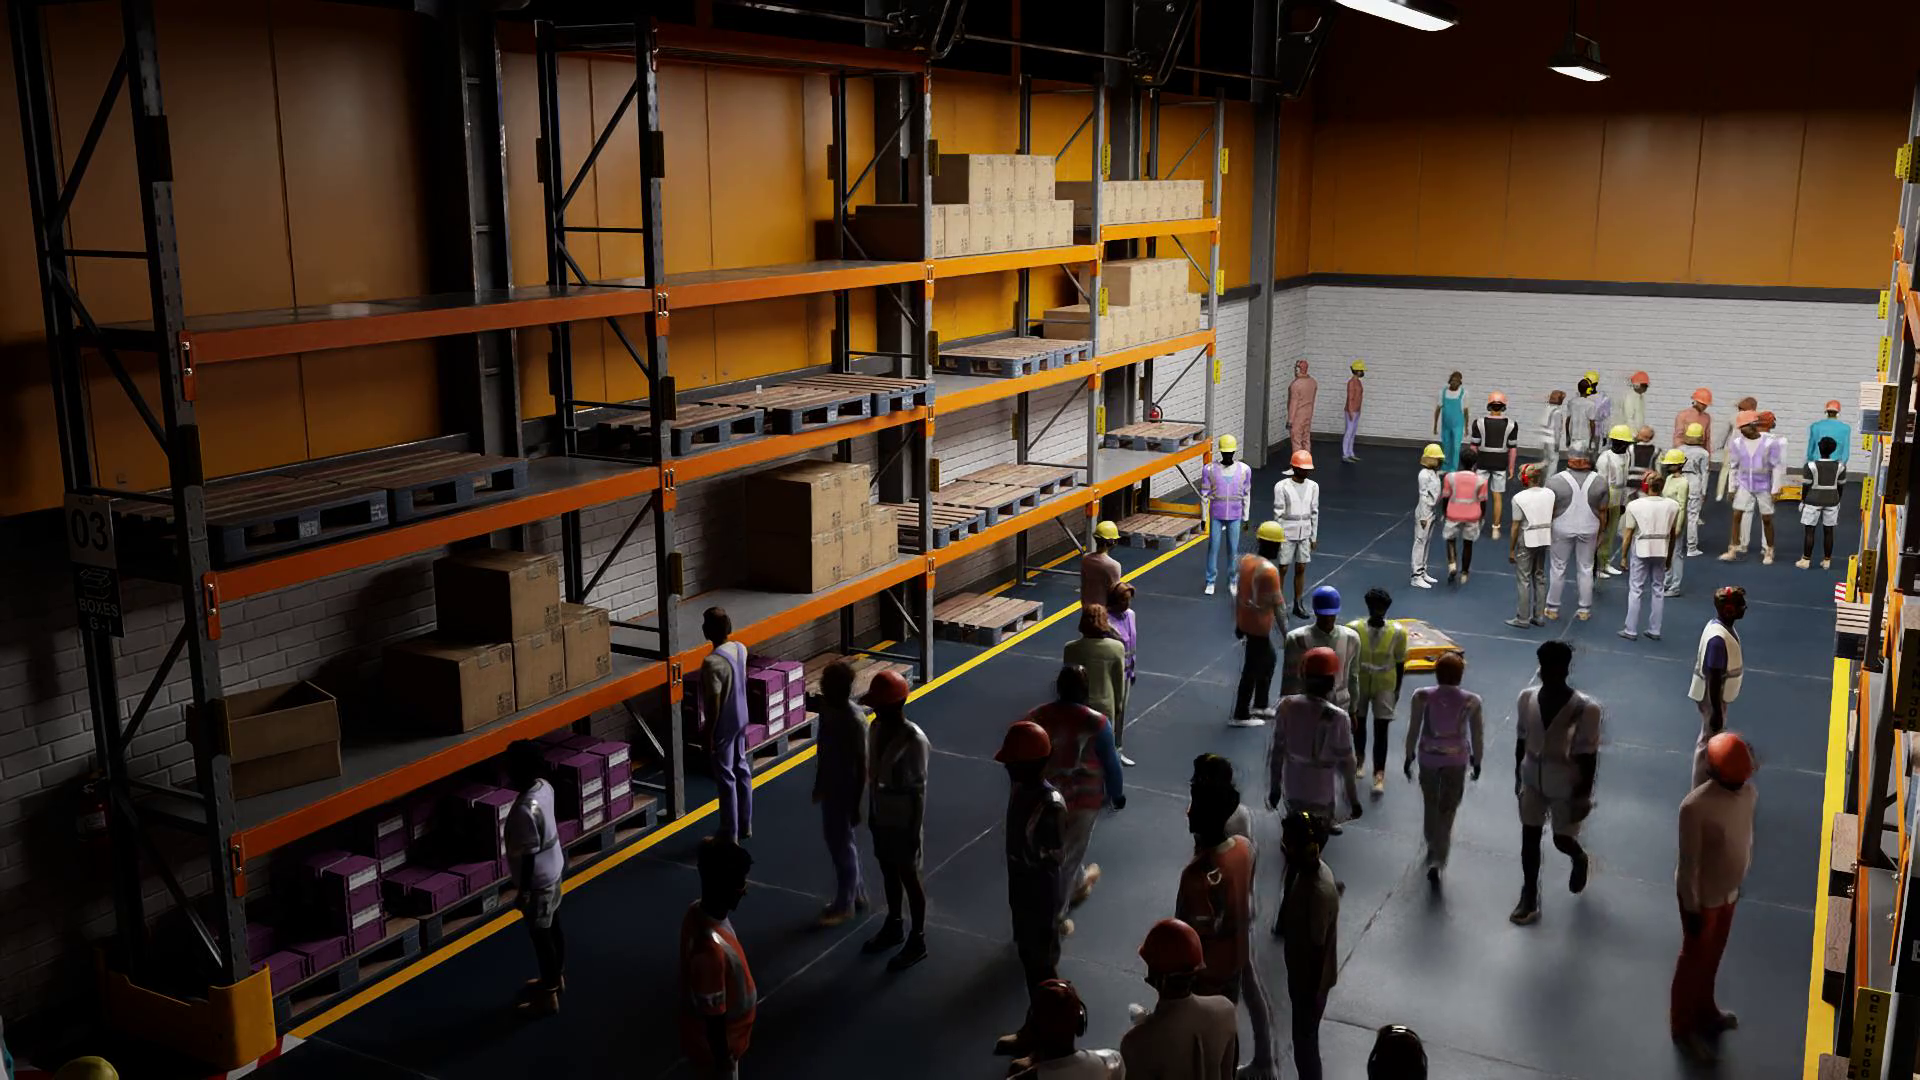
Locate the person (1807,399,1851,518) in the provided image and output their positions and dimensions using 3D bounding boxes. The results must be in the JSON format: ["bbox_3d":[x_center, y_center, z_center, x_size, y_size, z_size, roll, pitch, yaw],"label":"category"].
[{"bbox_3d":[12.535,-1.163,24.005,0.529,1.729,0.589,-12,17,-43],"label":"person"}]

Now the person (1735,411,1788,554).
[{"bbox_3d":[10.509,-0.754,21.844,0.582,1.879,0.338,6,14,24],"label":"person"}]

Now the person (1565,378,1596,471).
[{"bbox_3d":[9.468,-1.534,25.365,0.328,1.872,0.514,-10,16,-37],"label":"person"}]

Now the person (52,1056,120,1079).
[{"bbox_3d":[-3.210,2.771,6.205,0.403,1.824,0.593,0,13,1],"label":"person"}]

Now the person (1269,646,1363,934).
[{"bbox_3d":[2.417,1.637,11.085,0.894,1.895,0.566,-9,15,-35],"label":"person"}]

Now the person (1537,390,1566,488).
[{"bbox_3d":[9.150,-1.533,25.915,0.491,1.623,0.576,1,13,3],"label":"person"}]

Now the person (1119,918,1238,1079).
[{"bbox_3d":[0.877,2.521,6.923,0.613,1.995,0.391,-9,15,-34],"label":"person"}]

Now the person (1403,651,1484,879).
[{"bbox_3d":[3.458,1.599,11.940,0.550,1.604,0.800,6,14,23],"label":"person"}]

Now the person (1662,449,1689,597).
[{"bbox_3d":[8.407,-0.202,19.658,0.338,1.759,0.524,0,13,2],"label":"person"}]

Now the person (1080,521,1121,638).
[{"bbox_3d":[1.343,0.685,15.684,0.342,1.759,0.530,-10,16,-37],"label":"person"}]

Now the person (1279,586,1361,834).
[{"bbox_3d":[2.721,1.284,12.569,0.614,1.945,0.403,-1,13,-5],"label":"person"}]

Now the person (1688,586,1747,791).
[{"bbox_3d":[5.872,1.252,12.930,0.382,1.849,0.571,6,14,26],"label":"person"}]

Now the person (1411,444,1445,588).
[{"bbox_3d":[5.676,-0.303,20.136,0.299,1.745,0.483,7,15,30],"label":"person"}]

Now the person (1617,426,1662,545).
[{"bbox_3d":[9.153,-0.751,22.455,0.530,1.591,0.847,3,13,13],"label":"person"}]

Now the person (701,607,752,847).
[{"bbox_3d":[-1.750,1.390,12.334,0.350,1.843,0.506,5,14,23],"label":"person"}]

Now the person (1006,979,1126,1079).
[{"bbox_3d":[0.394,2.645,6.627,0.575,1.881,0.356,-7,14,-28],"label":"person"}]

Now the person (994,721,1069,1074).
[{"bbox_3d":[0.387,1.983,9.265,0.408,2.035,0.601,-5,13,-20],"label":"person"}]

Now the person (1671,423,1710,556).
[{"bbox_3d":[9.548,-0.665,21.752,0.284,1.746,0.492,-11,17,-40],"label":"person"}]

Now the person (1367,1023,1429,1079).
[{"bbox_3d":[1.645,2.724,6.372,0.501,1.841,0.349,0,13,0],"label":"person"}]

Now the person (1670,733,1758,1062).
[{"bbox_3d":[4.326,1.985,9.442,0.787,1.956,0.403,-9,15,-35],"label":"person"}]

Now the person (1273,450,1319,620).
[{"bbox_3d":[3.767,-0.055,18.620,0.546,1.931,0.386,-4,13,-15],"label":"person"}]

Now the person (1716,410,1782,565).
[{"bbox_3d":[10.104,-0.659,21.180,0.784,1.980,0.652,-12,17,-42],"label":"person"}]

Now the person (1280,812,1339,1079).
[{"bbox_3d":[1.740,2.253,8.442,0.333,1.860,0.510,1,13,5],"label":"person"}]

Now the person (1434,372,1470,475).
[{"bbox_3d":[7.982,-1.865,27.037,0.597,1.807,0.722,8,15,32],"label":"person"}]

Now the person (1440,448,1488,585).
[{"bbox_3d":[6.115,-0.283,20.185,0.546,1.682,0.370,4,13,15],"label":"person"}]

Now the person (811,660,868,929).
[{"bbox_3d":[-0.810,1.673,11.094,0.352,1.849,0.536,-7,14,-29],"label":"person"}]

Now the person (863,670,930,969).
[{"bbox_3d":[-0.429,1.749,10.535,0.381,1.928,0.546,-10,16,-37],"label":"person"}]

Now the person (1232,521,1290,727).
[{"bbox_3d":[2.771,0.766,14.999,0.688,1.896,0.586,-2,13,-10],"label":"person"}]

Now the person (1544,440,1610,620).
[{"bbox_3d":[6.861,-0.117,18.634,0.684,2.000,0.538,2,13,8],"label":"person"}]

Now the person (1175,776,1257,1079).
[{"bbox_3d":[1.287,2.161,8.603,0.367,1.966,0.606,9,15,34],"label":"person"}]

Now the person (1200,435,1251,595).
[{"bbox_3d":[3.144,-0.297,19.692,0.594,1.925,0.368,0,13,0],"label":"person"}]

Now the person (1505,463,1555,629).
[{"bbox_3d":[6.271,0.071,18.289,0.561,1.827,0.423,-6,14,-24],"label":"person"}]

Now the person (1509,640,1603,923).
[{"bbox_3d":[4.014,1.595,11.179,0.704,1.950,0.623,-12,17,-42],"label":"person"}]

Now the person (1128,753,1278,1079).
[{"bbox_3d":[1.411,2.091,9.289,0.533,1.812,1.028,-12,17,-42],"label":"person"}]

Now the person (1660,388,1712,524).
[{"bbox_3d":[10.300,-1.192,23.617,0.786,1.966,0.588,-4,13,-18],"label":"person"}]

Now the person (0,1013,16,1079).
[{"bbox_3d":[-4.211,2.587,7.008,0.429,1.831,0.638,3,13,12],"label":"person"}]

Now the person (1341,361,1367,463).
[{"bbox_3d":[6.807,-2.213,28.663,0.342,1.760,0.526,7,15,30],"label":"person"}]

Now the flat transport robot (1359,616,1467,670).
[{"bbox_3d":[4.693,1.060,17.357,0.652,0.197,1.431,-1,13,-6],"label":"flat transport robot"}]

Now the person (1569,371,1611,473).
[{"bbox_3d":[9.768,-1.675,25.865,0.593,1.925,0.384,8,15,33],"label":"person"}]

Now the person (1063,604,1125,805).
[{"bbox_3d":[1.055,1.310,13.189,0.506,1.624,0.304,-1,13,-7],"label":"person"}]

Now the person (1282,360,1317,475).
[{"bbox_3d":[5.591,-2.018,27.447,0.410,1.909,0.642,12,18,44],"label":"person"}]

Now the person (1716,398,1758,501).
[{"bbox_3d":[11.866,-1.391,25.361,0.810,1.581,0.611,-10,16,-38],"label":"person"}]

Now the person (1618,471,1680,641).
[{"bbox_3d":[7.355,0.182,17.756,0.562,1.838,0.388,-1,13,-2],"label":"person"}]

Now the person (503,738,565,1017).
[{"bbox_3d":[-2.536,2.001,9.926,0.322,1.697,0.536,0,13,0],"label":"person"}]

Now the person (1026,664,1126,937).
[{"bbox_3d":[0.788,1.694,11.092,0.618,1.784,0.968,8,15,32],"label":"person"}]

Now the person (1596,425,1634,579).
[{"bbox_3d":[8.063,-0.480,20.551,0.584,1.918,0.401,-11,17,-40],"label":"person"}]

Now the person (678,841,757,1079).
[{"bbox_3d":[-1.127,2.341,7.810,0.377,1.959,0.604,-3,13,-13],"label":"person"}]

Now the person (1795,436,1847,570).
[{"bbox_3d":[10.842,-0.461,20.950,0.535,1.697,0.318,1,13,4],"label":"person"}]

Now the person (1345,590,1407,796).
[{"bbox_3d":[3.324,1.224,13.488,0.551,1.659,0.849,4,13,16],"label":"person"}]

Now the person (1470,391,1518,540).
[{"bbox_3d":[7.252,-1.014,22.682,0.611,2.032,0.411,3,13,13],"label":"person"}]

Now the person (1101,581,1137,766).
[{"bbox_3d":[1.304,1.142,13.906,0.311,1.636,0.521,9,16,36],"label":"person"}]
